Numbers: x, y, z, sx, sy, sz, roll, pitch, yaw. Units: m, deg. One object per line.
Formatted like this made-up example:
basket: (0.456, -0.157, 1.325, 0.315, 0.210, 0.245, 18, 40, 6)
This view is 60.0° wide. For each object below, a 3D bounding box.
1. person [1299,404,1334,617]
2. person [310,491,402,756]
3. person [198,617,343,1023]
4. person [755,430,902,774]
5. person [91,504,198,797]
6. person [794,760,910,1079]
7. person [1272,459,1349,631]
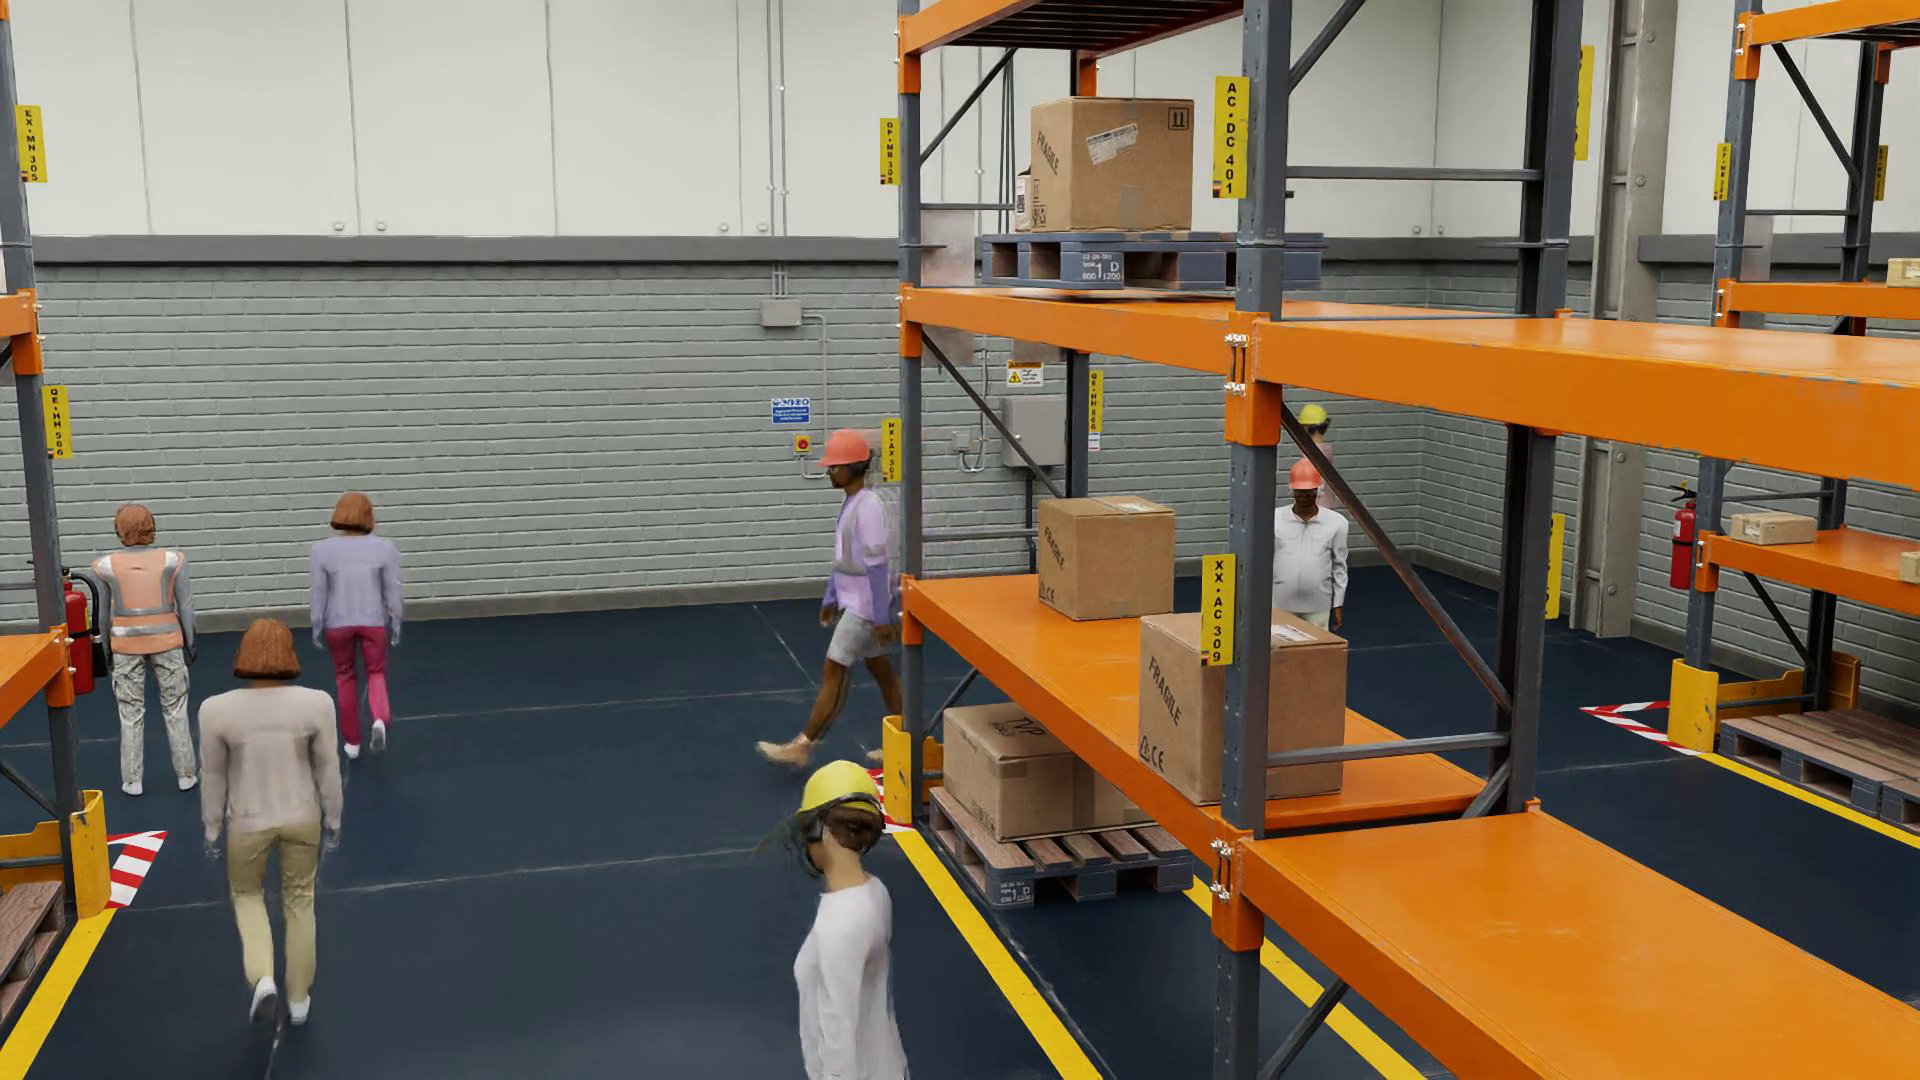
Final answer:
person: (2.914, -0.241, 13.730, 0.320, 1.766, 0.531, 6, 11, 29)
person: (-3.566, 0.522, 9.829, 0.518, 1.616, 0.500, -4, 11, -21)
person: (-2.658, 1.106, 6.458, 0.516, 1.618, 0.413, -5, 11, -24)
person: (-0.703, 0.366, 9.619, 1.021, 1.990, 0.624, -2, 10, -9)
person: (-4.520, 0.613, 9.254, 0.515, 1.633, 0.317, -4, 11, -23)
person: (-0.273, 1.445, 4.273, 0.336, 1.719, 0.635, 0, 10, 3)
person: (2.111, 0.366, 10.304, 0.563, 1.752, 0.325, 1, 10, 8)
